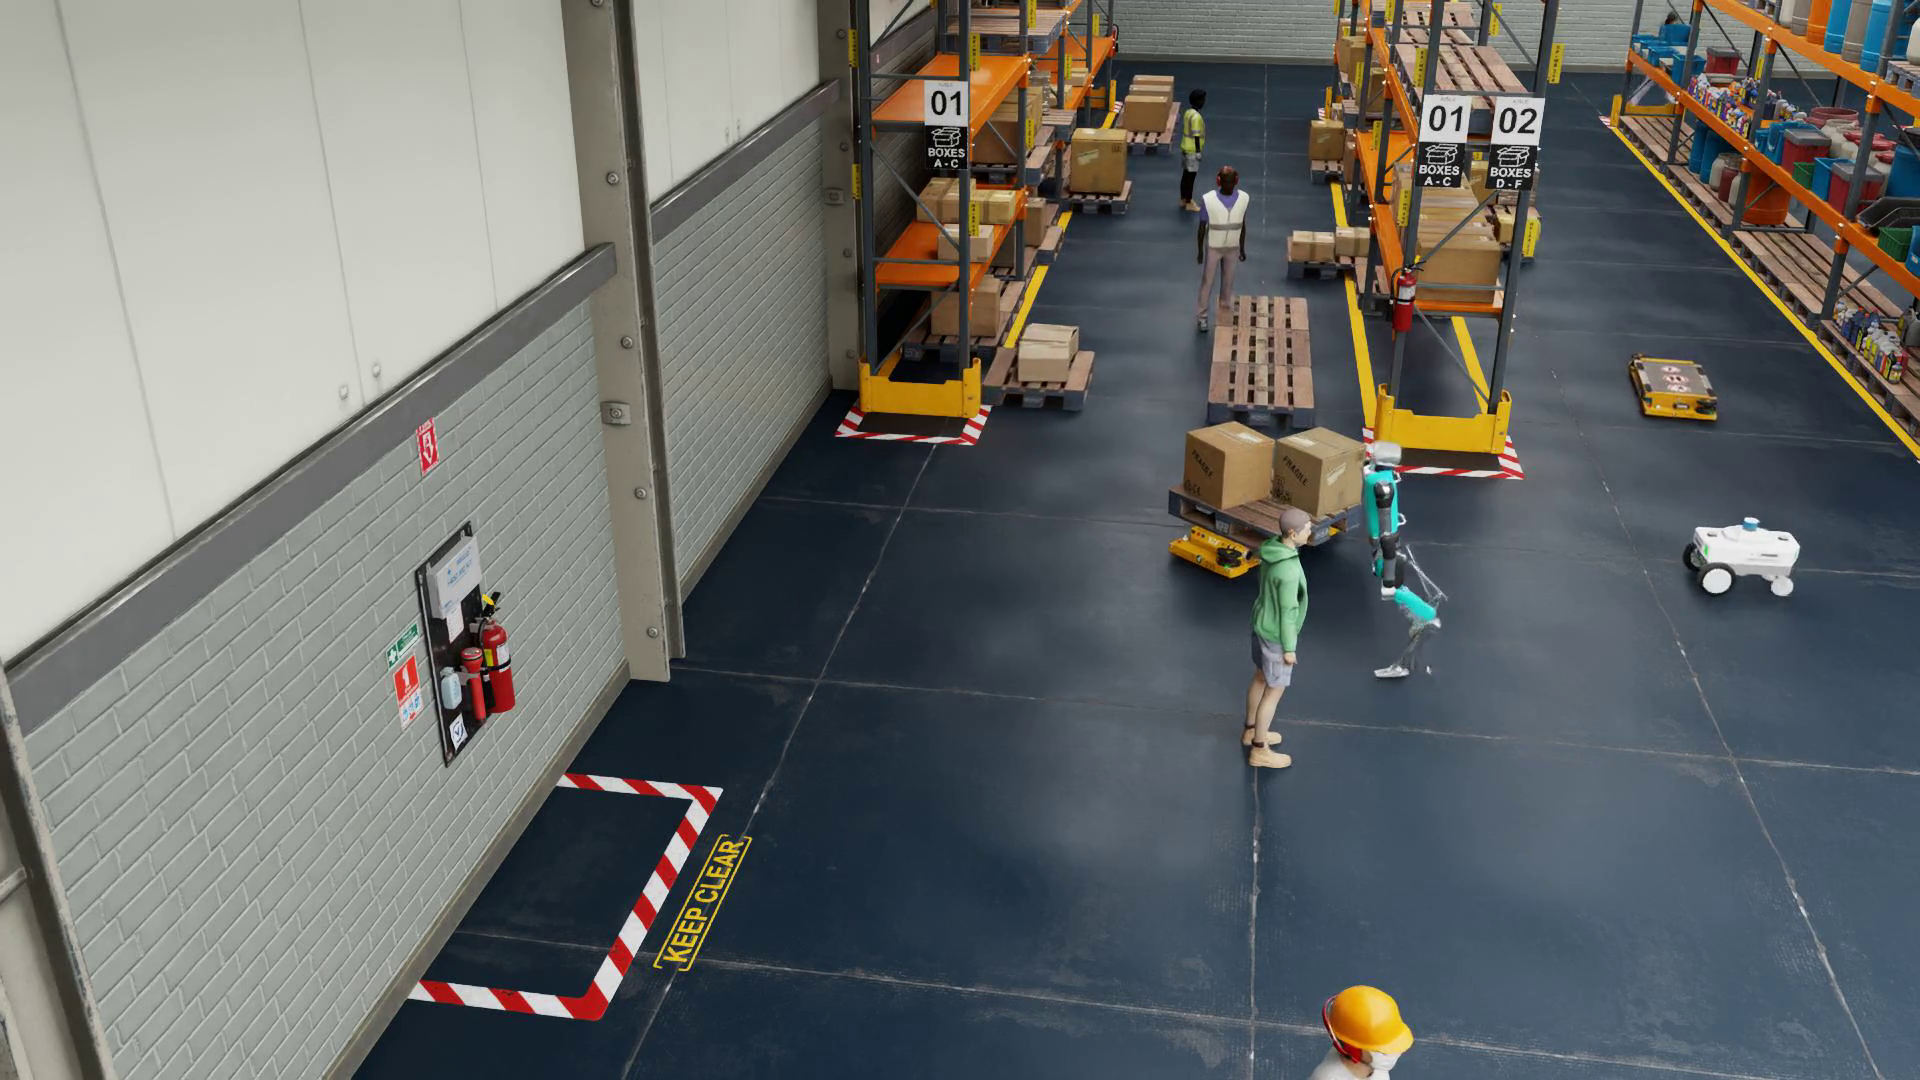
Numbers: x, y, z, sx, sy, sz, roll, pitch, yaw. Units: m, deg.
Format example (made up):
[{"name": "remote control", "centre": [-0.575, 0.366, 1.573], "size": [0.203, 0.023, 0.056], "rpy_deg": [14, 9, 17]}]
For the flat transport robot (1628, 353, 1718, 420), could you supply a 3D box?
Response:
[{"name": "flat transport robot", "centre": [7.125, -1.538, 16.649], "size": [0.659, 0.231, 1.431], "rpy_deg": [6, 26, 13]}]

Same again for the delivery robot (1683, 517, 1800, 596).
[{"name": "delivery robot", "centre": [5.996, 0.116, 12.771], "size": [0.778, 0.594, 0.499], "rpy_deg": [3, 25, 7]}]

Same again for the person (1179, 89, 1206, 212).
[{"name": "person", "centre": [3.280, -5.483, 23.409], "size": [0.319, 1.692, 0.532], "rpy_deg": [-4, 25, -8]}]

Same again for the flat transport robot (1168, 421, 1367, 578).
[{"name": "flat transport robot", "centre": [2.424, -0.068, 13.504], "size": [1.431, 0.231, 0.659], "rpy_deg": [-20, 31, -36]}]

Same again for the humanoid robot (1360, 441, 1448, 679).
[{"name": "humanoid robot", "centre": [3.029, 0.236, 11.254], "size": [0.785, 1.883, 0.534], "rpy_deg": [2, 25, 3]}]

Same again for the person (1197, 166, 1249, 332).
[{"name": "person", "centre": [2.892, -3.237, 18.425], "size": [0.569, 1.842, 0.373], "rpy_deg": [-7, 26, -14]}]

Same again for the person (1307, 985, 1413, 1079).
[{"name": "person", "centre": [1.417, 2.441, 6.214], "size": [0.364, 1.897, 0.570], "rpy_deg": [16, 30, 31]}]

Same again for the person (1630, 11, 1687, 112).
[{"name": "person", "centre": [12.625, -8.569, 29.883], "size": [1.020, 1.809, 0.485], "rpy_deg": [11, 27, 22]}]

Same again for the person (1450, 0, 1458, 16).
[{"name": "person", "centre": [9.330, -9.440, 31.800], "size": [0.521, 1.764, 0.316], "rpy_deg": [8, 26, 16]}]

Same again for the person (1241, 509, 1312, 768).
[{"name": "person", "centre": [1.962, 0.600, 10.350], "size": [0.315, 1.734, 0.478], "rpy_deg": [-2, 25, -5]}]

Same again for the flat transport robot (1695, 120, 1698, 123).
[{"name": "flat transport robot", "centre": [13.594, -7.519, 29.450], "size": [0.659, 0.231, 1.431], "rpy_deg": [19, 31, 35]}]
